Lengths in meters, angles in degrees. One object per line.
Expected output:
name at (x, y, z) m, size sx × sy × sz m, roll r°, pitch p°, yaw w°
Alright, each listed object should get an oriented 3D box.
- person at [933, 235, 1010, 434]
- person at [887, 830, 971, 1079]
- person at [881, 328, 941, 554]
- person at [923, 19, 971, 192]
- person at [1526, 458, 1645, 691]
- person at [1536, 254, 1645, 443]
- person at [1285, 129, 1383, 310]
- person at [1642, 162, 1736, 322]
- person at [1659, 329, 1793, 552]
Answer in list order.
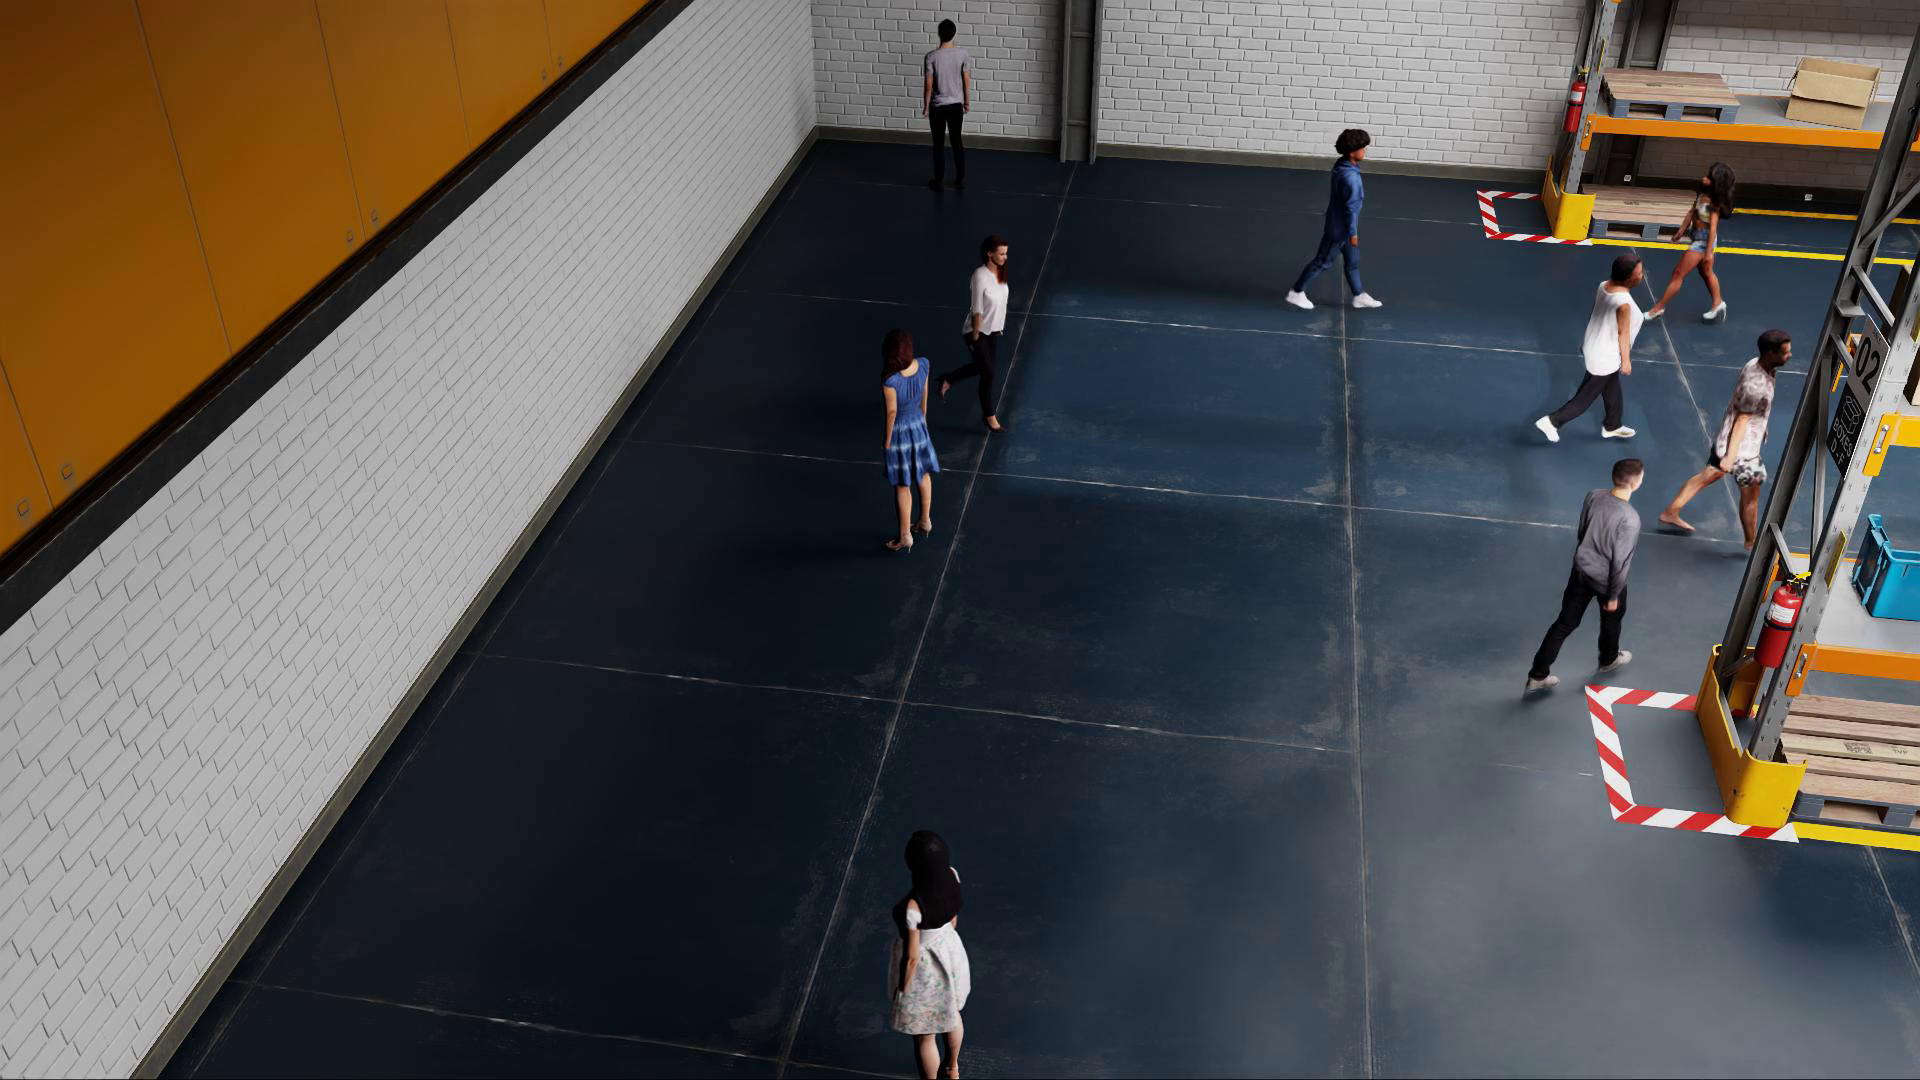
person at (0.089, -1.704, 13.723) m, size 1.063 × 1.760 × 0.828 m, roll 19°, pitch 38°, yaw 26°
person at (-0.153, 2.080, 8.017) m, size 0.784 × 1.774 × 0.760 m, roll 23°, pitch 40°, yaw 30°
person at (-0.399, -0.734, 12.221) m, size 0.756 × 1.807 × 0.760 m, roll 24°, pitch 41°, yaw 32°
person at (-0.151, -4.747, 18.208) m, size 0.650 × 1.862 × 0.812 m, roll -9°, pitch 35°, yaw -13°
person at (4.071, 0.271, 10.791) m, size 1.199 × 1.716 × 1.075 m, roll -17°, pitch 37°, yaw -24°
person at (5.201, -1.515, 13.533) m, size 1.089 × 1.655 × 0.673 m, roll 4°, pitch 34°, yaw 6°
person at (3.491, -2.960, 15.602) m, size 1.139 × 1.771 × 0.682 m, roll 5°, pitch 34°, yaw 7°
person at (6.932, -2.711, 15.396) m, size 1.019 × 1.584 × 0.565 m, roll 4°, pitch 34°, yaw 7°
person at (5.662, -0.755, 12.279) m, size 1.164 × 1.778 × 0.821 m, roll 12°, pitch 35°, yaw 17°
